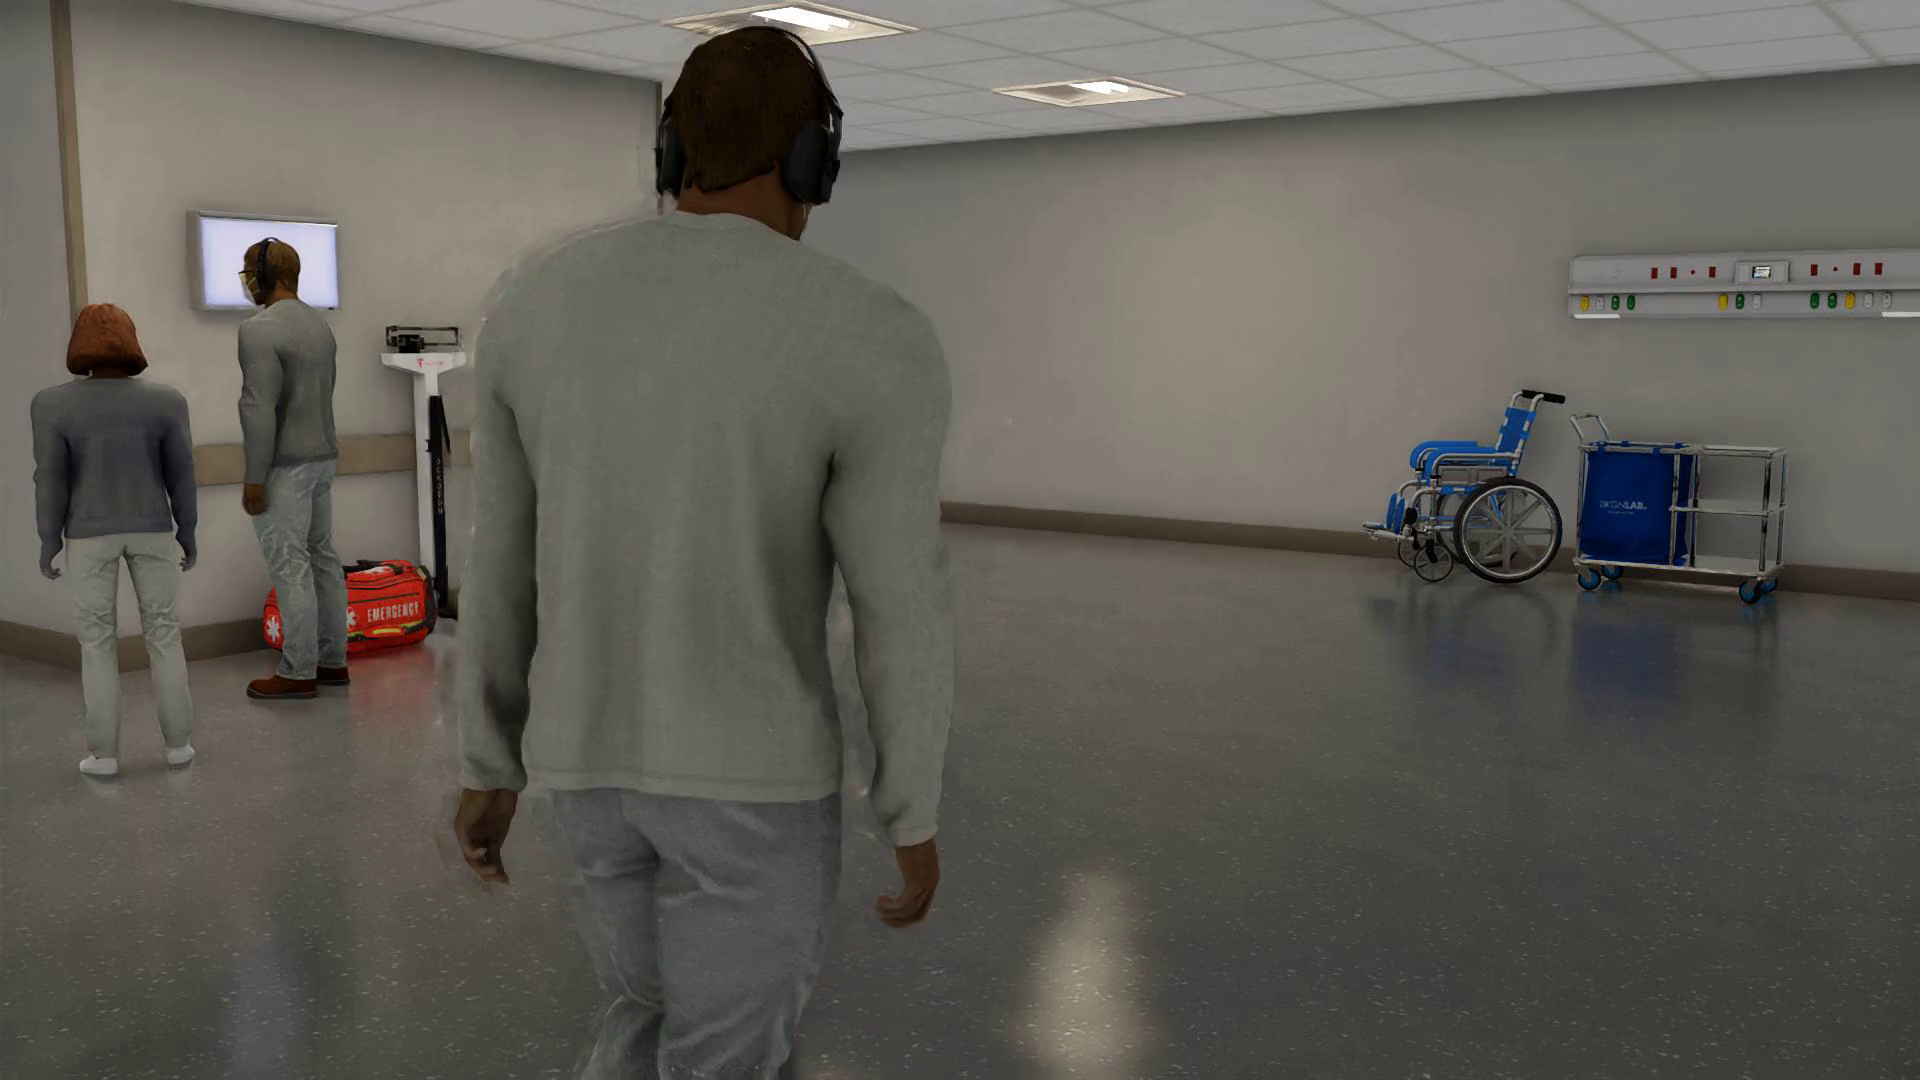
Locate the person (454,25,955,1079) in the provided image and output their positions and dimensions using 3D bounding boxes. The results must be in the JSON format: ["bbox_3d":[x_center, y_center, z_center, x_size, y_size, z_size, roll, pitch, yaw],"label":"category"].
[{"bbox_3d":[-0.321,0.312,2.133,0.664,1.915,0.438,3,8,23],"label":"person"}]

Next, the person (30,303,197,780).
[{"bbox_3d":[-2.900,0.005,5.739,0.507,1.631,0.268,-5,9,-35],"label":"person"}]

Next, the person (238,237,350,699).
[{"bbox_3d":[-2.814,-0.296,7.000,0.370,1.932,0.628,0,7,3],"label":"person"}]
